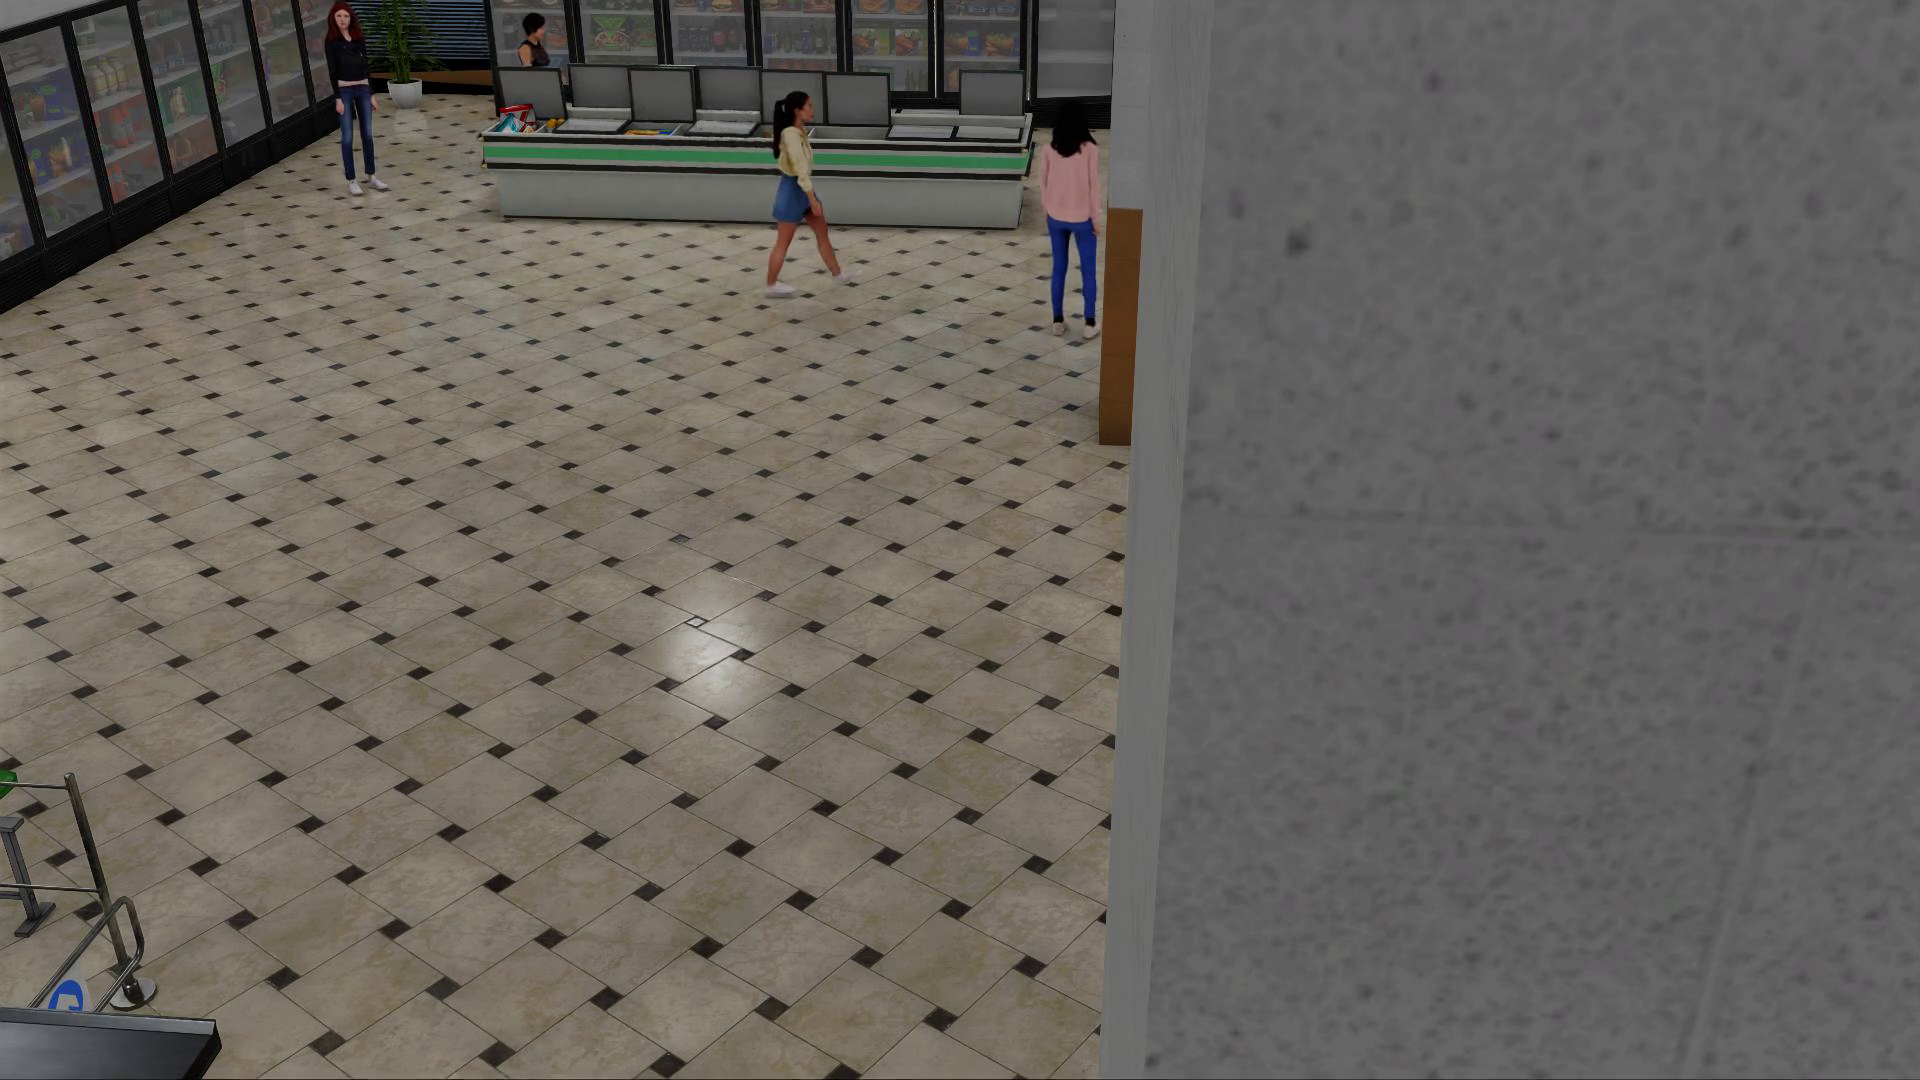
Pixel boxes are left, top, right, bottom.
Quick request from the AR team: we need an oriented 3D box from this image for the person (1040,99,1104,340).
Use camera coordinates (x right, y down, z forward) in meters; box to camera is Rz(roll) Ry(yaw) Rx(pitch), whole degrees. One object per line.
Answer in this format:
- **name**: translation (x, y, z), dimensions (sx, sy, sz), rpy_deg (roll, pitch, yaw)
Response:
- **person**: translation (0.786, -2.334, 12.215), dimensions (0.667, 1.762, 0.820), rpy_deg (13, 30, 24)

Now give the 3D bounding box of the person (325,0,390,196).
- **person**: translation (-5.813, -4.236, 15.934), dimensions (0.669, 1.789, 0.720), rpy_deg (-24, 35, -38)

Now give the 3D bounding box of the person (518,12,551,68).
- **person**: translation (-4.317, -4.396, 16.481), dimensions (0.615, 1.582, 0.610), rpy_deg (6, 27, 11)

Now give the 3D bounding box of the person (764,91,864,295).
- **person**: translation (-1.380, -2.685, 13.094), dimensions (1.039, 1.593, 0.715), rpy_deg (0, 27, 0)
